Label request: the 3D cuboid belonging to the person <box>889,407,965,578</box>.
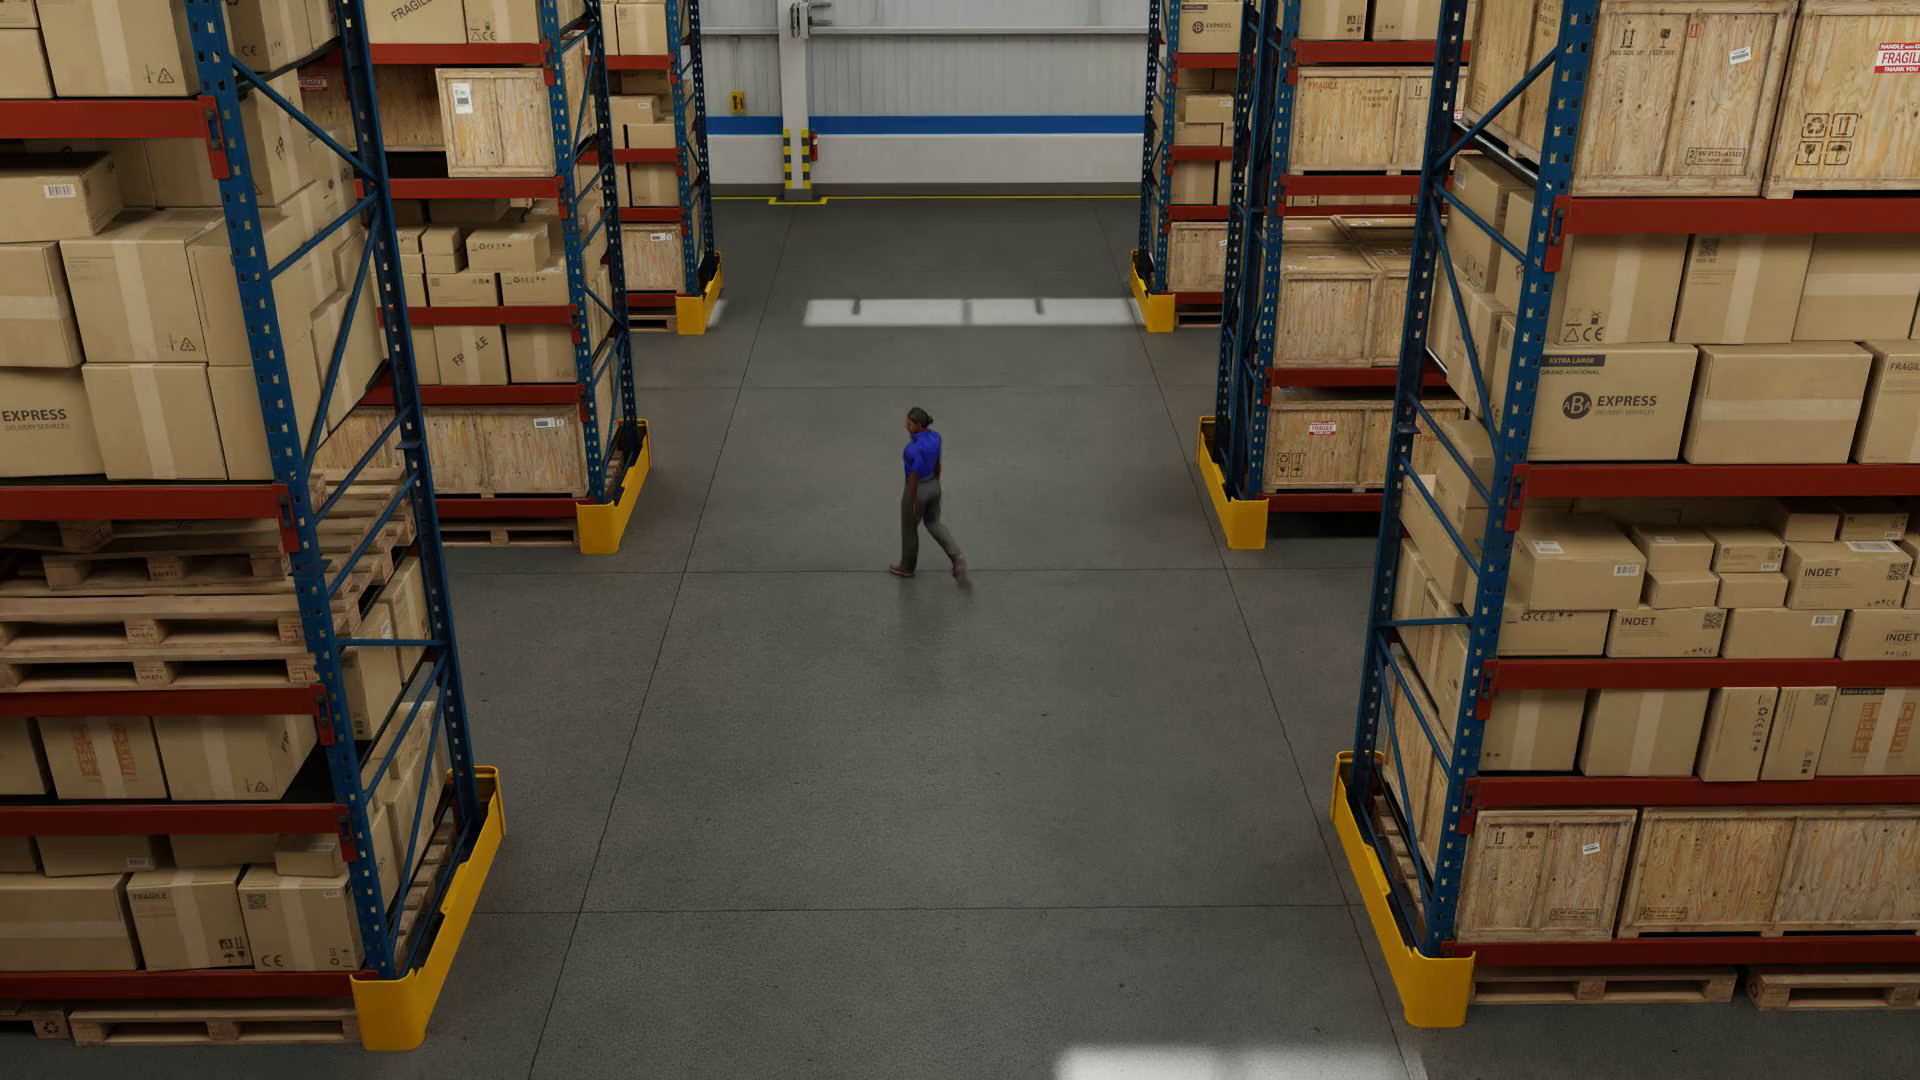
[{"bbox_3d":[-0.316,-0.407,14.885,0.747,1.651,0.454,20,32,36],"label":"person"}]
